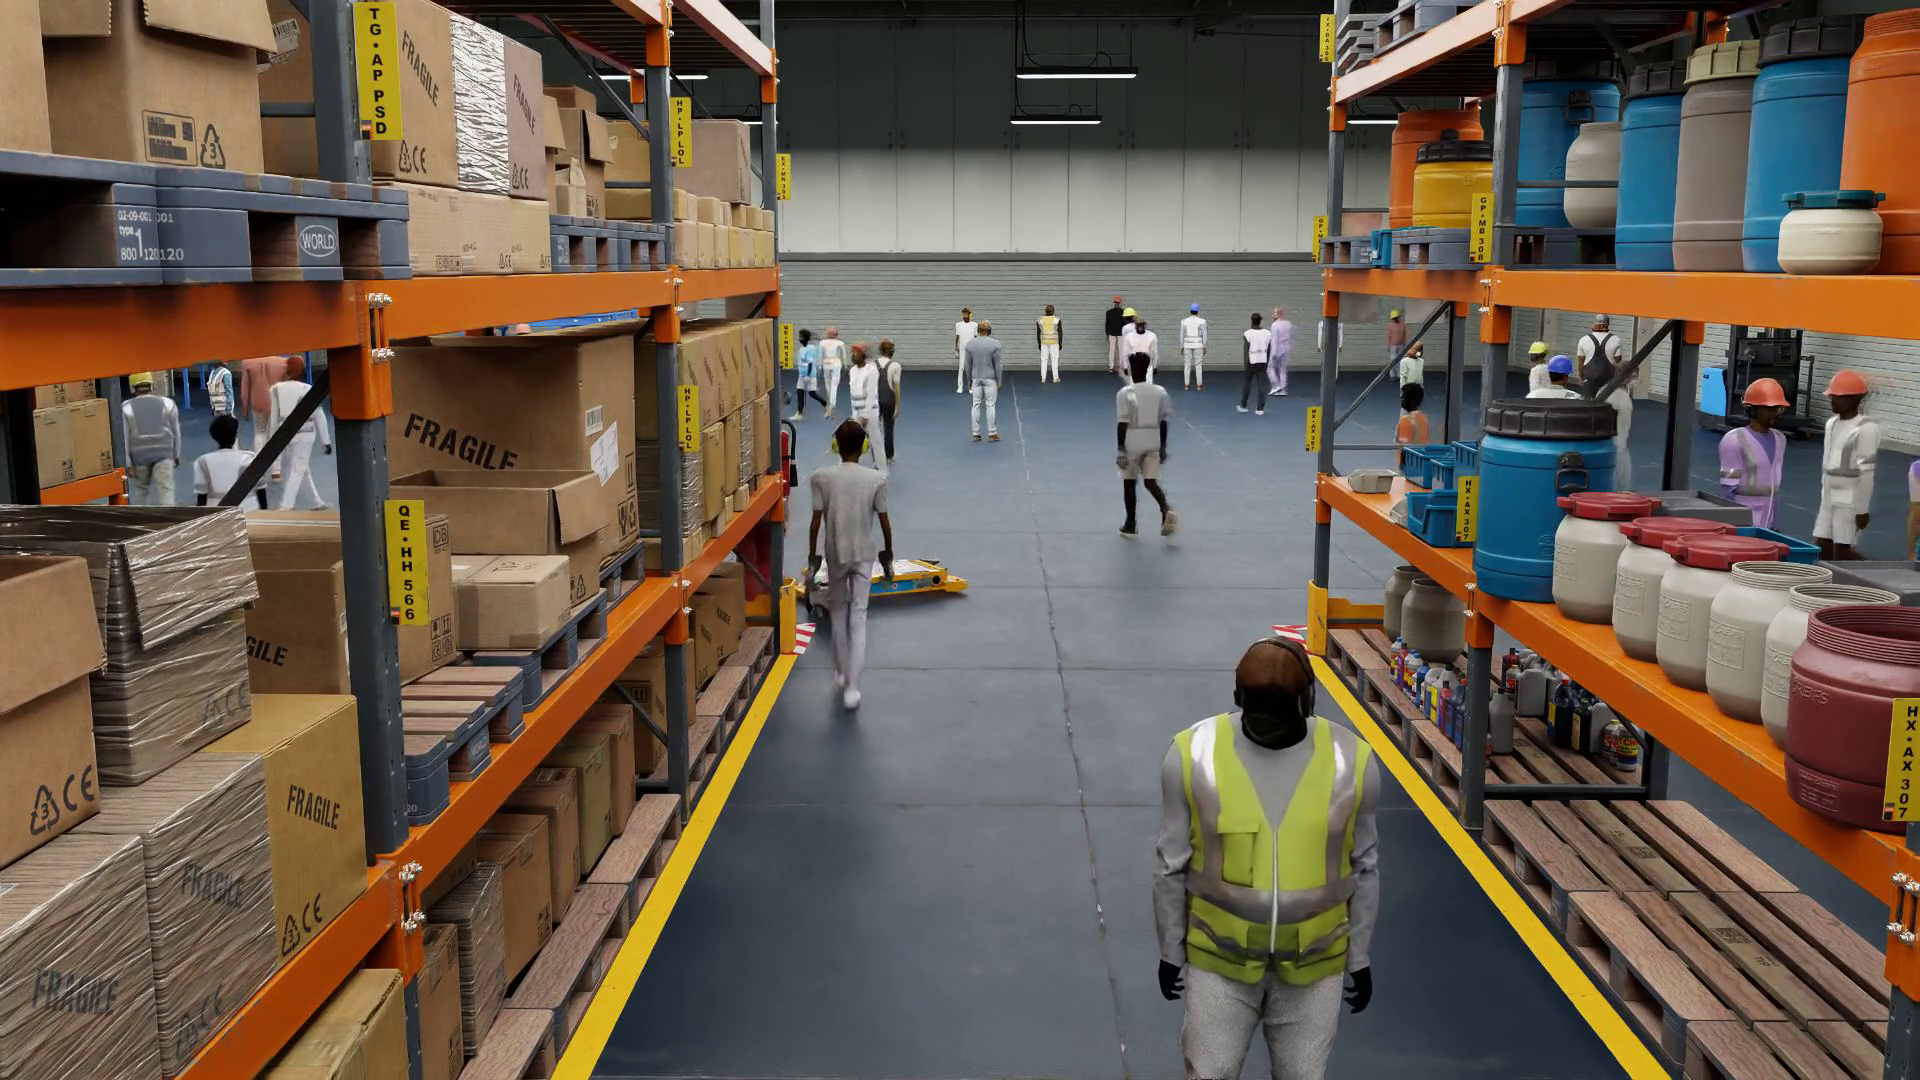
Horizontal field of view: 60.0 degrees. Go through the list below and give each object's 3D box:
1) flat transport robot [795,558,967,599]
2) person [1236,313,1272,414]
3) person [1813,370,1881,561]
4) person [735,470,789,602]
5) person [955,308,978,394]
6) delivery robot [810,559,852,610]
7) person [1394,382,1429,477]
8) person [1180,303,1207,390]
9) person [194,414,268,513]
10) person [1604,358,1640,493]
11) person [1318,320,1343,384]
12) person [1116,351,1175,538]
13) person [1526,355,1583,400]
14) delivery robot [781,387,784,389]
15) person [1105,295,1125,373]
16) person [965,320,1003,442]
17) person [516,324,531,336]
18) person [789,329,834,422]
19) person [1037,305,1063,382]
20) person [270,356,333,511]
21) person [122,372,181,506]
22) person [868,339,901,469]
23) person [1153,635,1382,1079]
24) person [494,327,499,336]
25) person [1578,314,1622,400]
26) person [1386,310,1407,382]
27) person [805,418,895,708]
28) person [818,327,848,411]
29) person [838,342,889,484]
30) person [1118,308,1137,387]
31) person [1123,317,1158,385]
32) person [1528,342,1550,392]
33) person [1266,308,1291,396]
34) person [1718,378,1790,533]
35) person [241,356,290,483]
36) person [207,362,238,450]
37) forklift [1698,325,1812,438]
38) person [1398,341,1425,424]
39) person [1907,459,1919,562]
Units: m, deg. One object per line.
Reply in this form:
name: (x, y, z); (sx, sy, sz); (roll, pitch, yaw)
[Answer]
flat transport robot: (-0.719, 0.347, 14.387); (1.431, 0.197, 0.652); (-5, 11, -28)
person: (5.600, -3.354, 31.630); (0.606, 1.881, 0.913); (-2, 10, -13)
person: (7.040, -0.329, 13.098); (0.688, 2.025, 0.605); (0, 9, -3)
person: (-1.601, -0.136, 12.737); (0.558, 1.731, 0.557); (-5, 11, -25)
person: (0.149, -4.143, 36.395); (0.523, 1.863, 0.326); (0, 9, 1)
delivery robot: (-1.018, 0.322, 13.404); (0.477, 0.478, 0.707); (0, 10, 0)
person: (4.392, -0.693, 16.238); (0.366, 1.683, 0.550); (7, 12, 36)
person: (5.237, -4.337, 37.299); (0.604, 1.949, 0.398); (3, 10, 19)
person: (-5.778, -0.167, 13.168); (0.528, 1.666, 0.837); (0, 9, -2)
person: (6.549, -0.912, 16.965); (0.714, 1.896, 0.639); (6, 11, 32)
person: (8.733, -4.604, 39.244); (0.589, 1.833, 0.404); (1, 10, 5)
person: (1.905, -0.968, 17.121); (0.611, 1.949, 0.737); (-5, 10, -25)
person: (5.842, -0.843, 16.372); (0.614, 1.945, 0.403); (9, 13, 43)
delivery robot: (-3.792, -3.201, 33.732); (0.335, 0.223, 0.698); (-5, 11, -30)
person: (4.087, -5.353, 43.246); (0.614, 1.993, 0.395); (3, 10, 17)
person: (0.390, -2.555, 26.655); (0.629, 1.940, 0.373); (4, 10, 21)
person: (-6.824, -2.429, 26.105); (0.576, 1.900, 0.763); (-2, 10, -11)
person: (-2.700, -2.976, 29.984); (0.766, 1.673, 0.537); (-5, 11, -29)
person: (2.151, -4.695, 39.763); (0.627, 1.844, 0.429); (3, 10, 15)
person: (-7.276, -1.115, 18.361); (0.598, 1.832, 1.005); (3, 10, 15)
person: (-8.242, -0.862, 16.961); (0.593, 1.797, 0.894); (-6, 11, -32)
person: (-1.045, -1.896, 23.184); (0.497, 1.785, 0.987); (1, 10, 9)
person: (0.859, 1.165, 4.679); (0.630, 1.836, 0.429); (1, 10, 5)
person: (-7.489, -2.513, 26.504); (0.534, 1.899, 0.735); (1, 10, 4)
person: (10.441, -2.672, 27.178); (0.684, 2.000, 0.538); (4, 10, 22)
person: (10.496, -4.668, 39.953); (0.587, 1.723, 0.413); (-2, 10, -14)
person: (-0.707, 0.123, 10.897); (0.562, 1.836, 0.846); (0, 9, 2)
person: (-2.450, -3.318, 32.239); (0.545, 1.587, 0.860); (1, 10, 6)
person: (-1.294, -1.575, 21.086); (0.977, 1.835, 0.587); (-9, 13, -42)
person: (3.510, -3.852, 34.481); (0.415, 1.919, 0.612); (9, 13, 43)
person: (3.379, -3.256, 31.183); (0.643, 1.827, 0.442); (1, 10, 5)
person: (8.286, -1.942, 23.592); (0.526, 1.734, 0.820); (-8, 13, -41)
person: (6.813, -4.022, 35.600); (0.635, 1.885, 0.453); (-8, 12, -39)
person: (5.622, -0.126, 11.790); (0.608, 2.045, 0.391); (-5, 11, -28)
person: (-9.029, -1.751, 21.745); (0.635, 1.971, 0.586); (-2, 10, -13)
person: (-10.246, -1.812, 23.097); (0.521, 1.639, 0.311); (9, 13, 42)
forklift: (13.248, -3.165, 27.620); (1.129, 2.768, 1.873); (0, 9, 1)
person: (7.101, -2.313, 26.115); (0.499, 1.633, 0.283); (-6, 11, -32)
person: (6.749, 0.054, 11.392); (0.600, 1.819, 0.461); (1, 10, 7)
